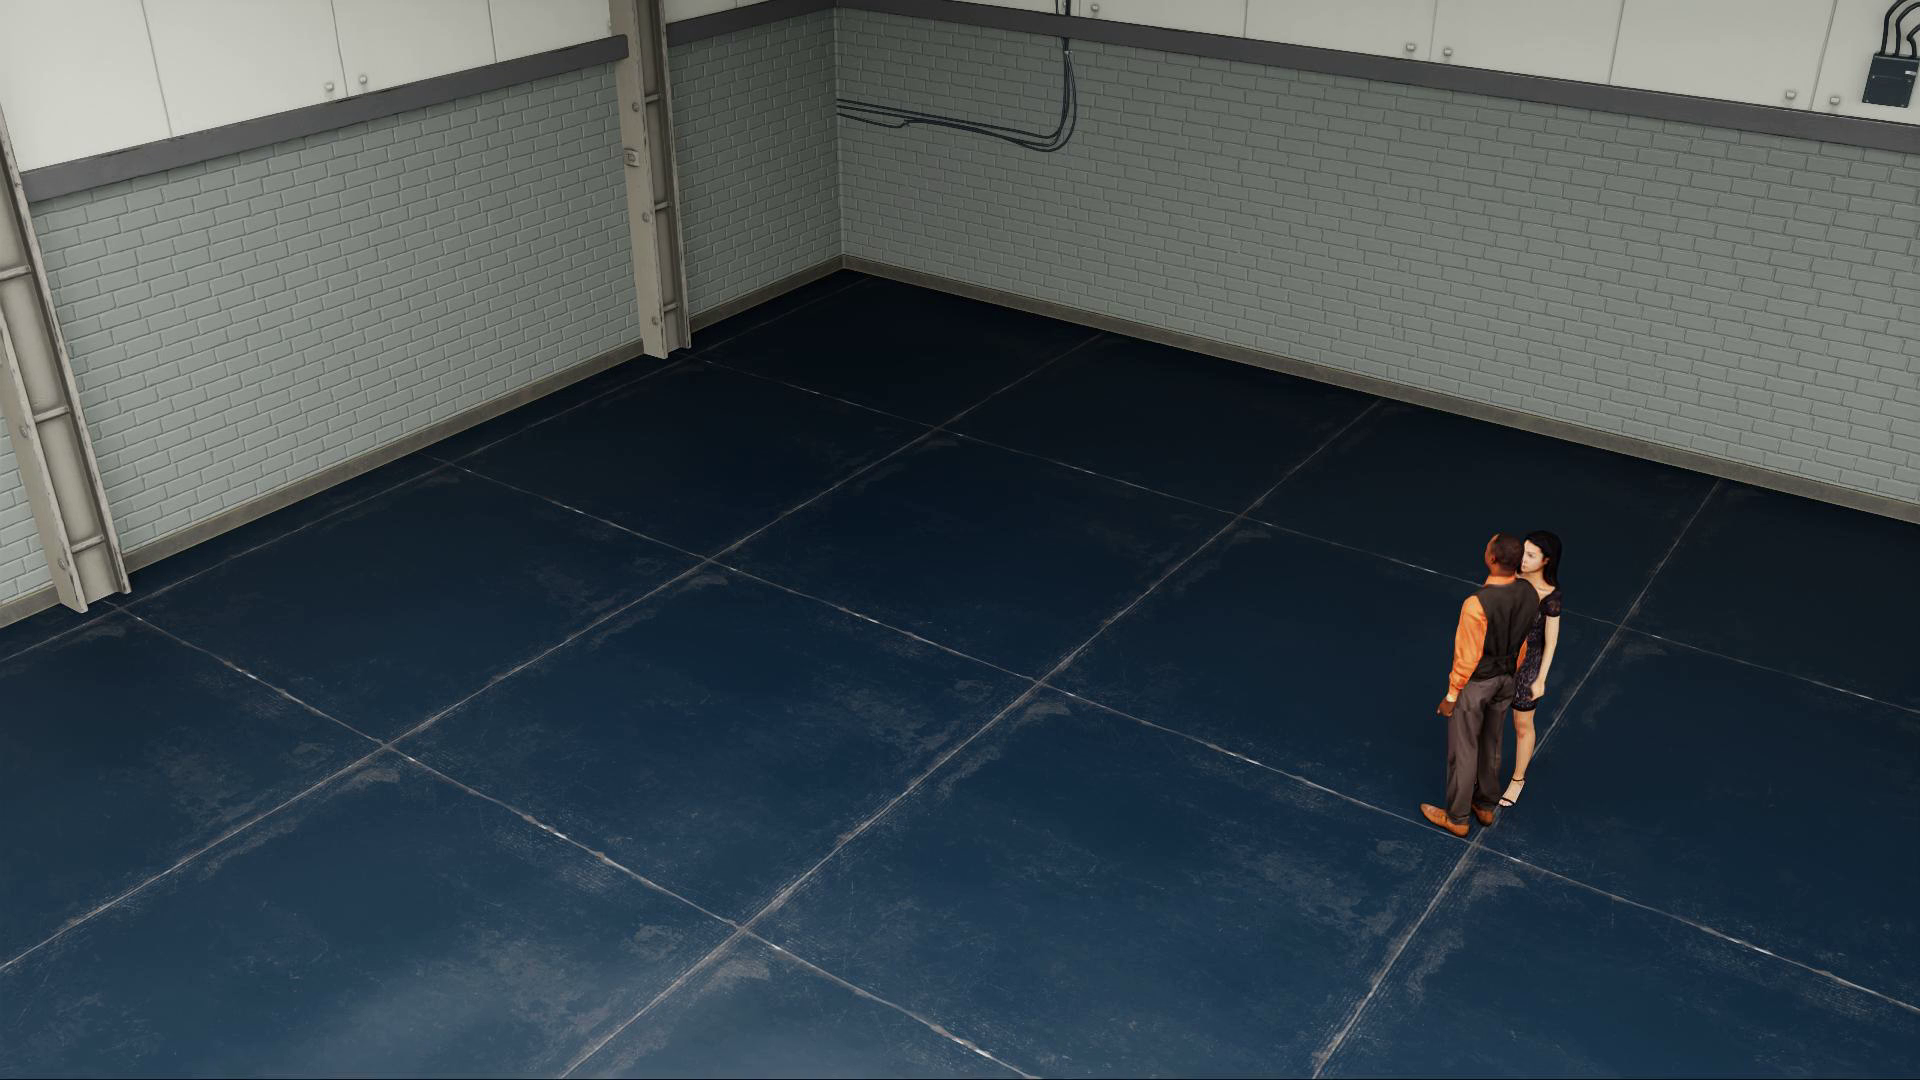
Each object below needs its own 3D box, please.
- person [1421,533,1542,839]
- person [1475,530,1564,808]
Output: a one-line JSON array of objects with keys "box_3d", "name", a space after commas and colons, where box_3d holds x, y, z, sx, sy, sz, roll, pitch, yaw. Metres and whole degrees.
[{"box_3d": [2.976, 0.821, 9.429, 0.719, 1.908, 0.850, -14, 31, -24], "name": "person"}, {"box_3d": [3.250, 0.745, 9.695, 0.607, 1.791, 0.662, -18, 33, -30], "name": "person"}]
